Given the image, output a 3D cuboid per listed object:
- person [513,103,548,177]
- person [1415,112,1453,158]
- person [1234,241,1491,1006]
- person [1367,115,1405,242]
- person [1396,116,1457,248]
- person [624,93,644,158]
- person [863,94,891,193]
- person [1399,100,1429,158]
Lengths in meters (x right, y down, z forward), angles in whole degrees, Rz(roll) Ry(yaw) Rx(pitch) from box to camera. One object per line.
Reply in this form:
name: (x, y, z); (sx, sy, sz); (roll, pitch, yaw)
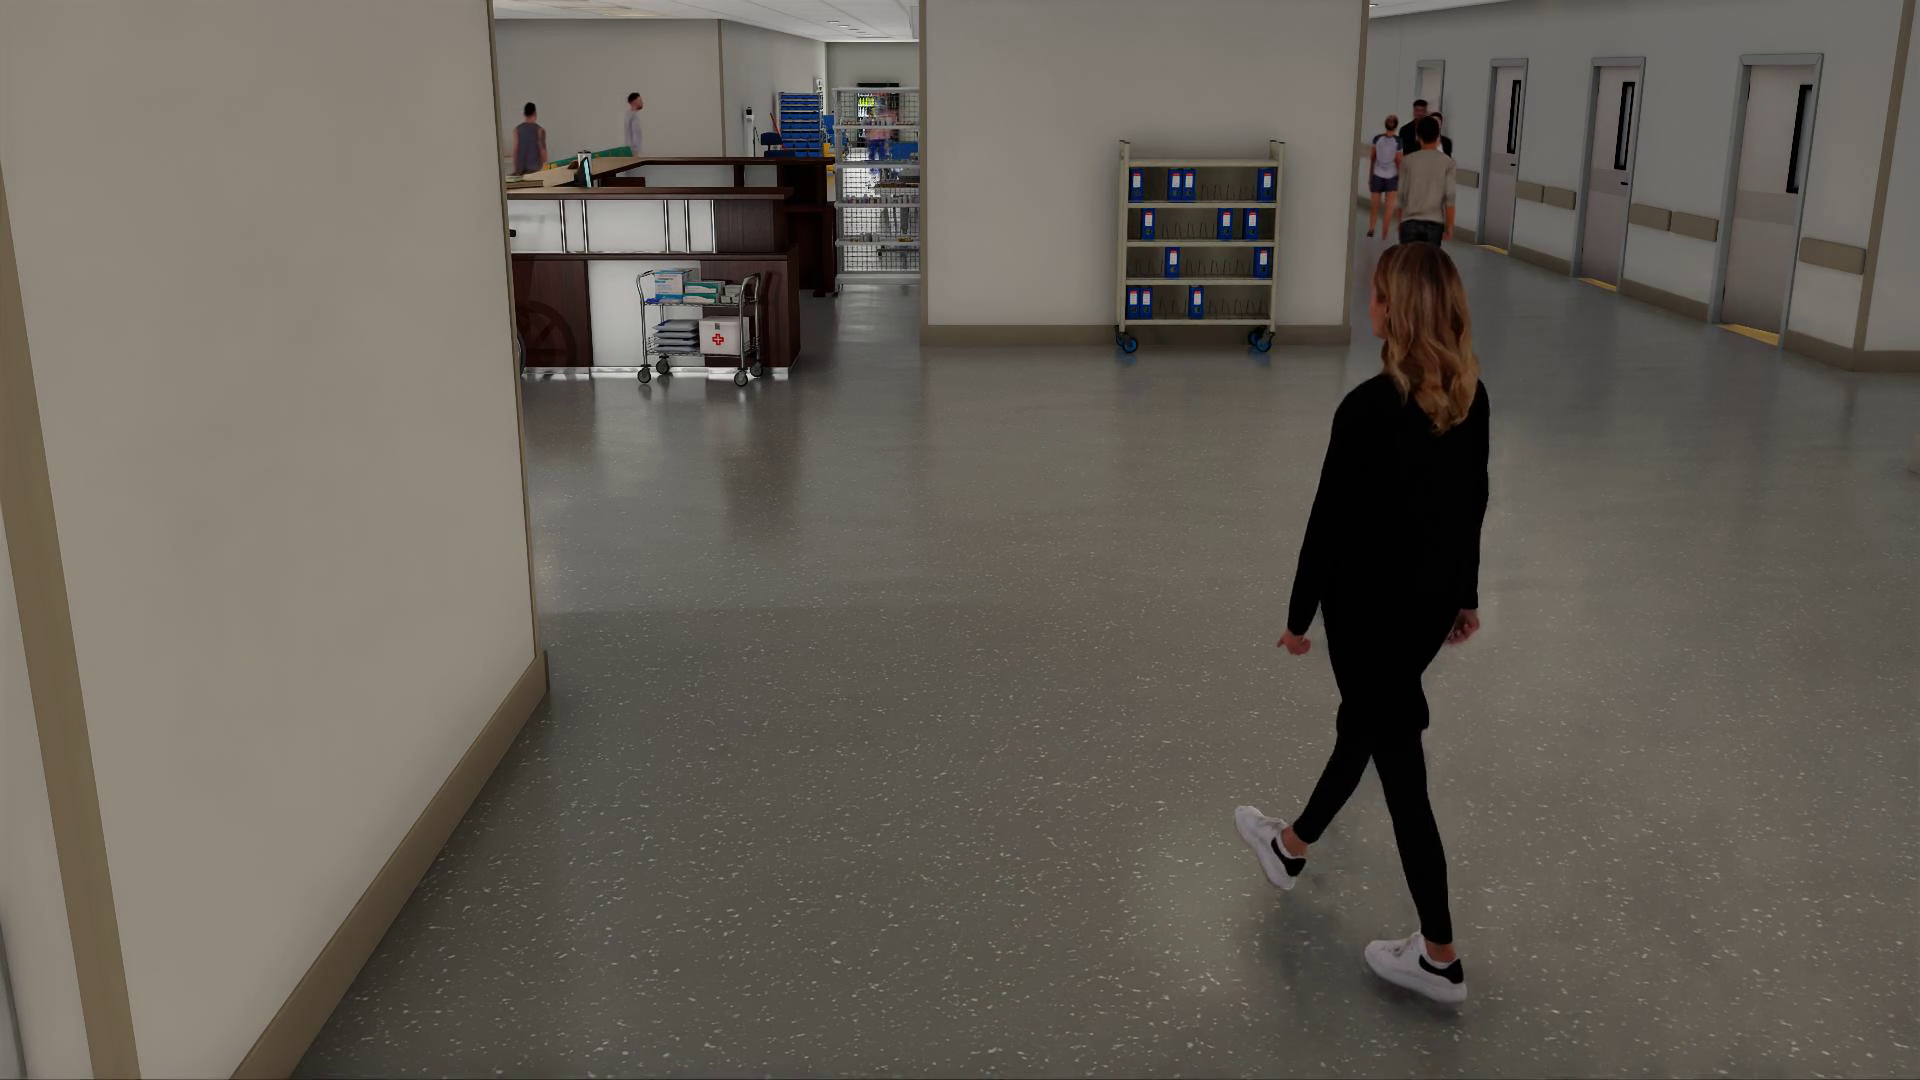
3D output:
person: (-6.243, -5.374, 24.063); (0.941, 1.804, 0.744); (1, 16, 4)
person: (5.813, -4.424, 20.591); (0.997, 1.663, 0.828); (3, 16, 12)
person: (1.080, 0.243, 3.846); (1.096, 1.767, 1.079); (-11, 19, -35)
person: (5.532, -4.711, 21.713); (0.686, 1.608, 0.760); (7, 17, 24)
person: (3.863, -2.605, 13.956); (1.218, 1.764, 0.928); (5, 16, 16)
person: (-5.387, -6.285, 26.942); (1.276, 1.799, 0.940); (-5, 16, -16)
person: (-1.497, -7.198, 30.313); (1.055, 1.728, 0.820); (2, 16, 8)
person: (6.378, -5.174, 23.091); (1.210, 1.751, 1.100); (7, 17, 22)
